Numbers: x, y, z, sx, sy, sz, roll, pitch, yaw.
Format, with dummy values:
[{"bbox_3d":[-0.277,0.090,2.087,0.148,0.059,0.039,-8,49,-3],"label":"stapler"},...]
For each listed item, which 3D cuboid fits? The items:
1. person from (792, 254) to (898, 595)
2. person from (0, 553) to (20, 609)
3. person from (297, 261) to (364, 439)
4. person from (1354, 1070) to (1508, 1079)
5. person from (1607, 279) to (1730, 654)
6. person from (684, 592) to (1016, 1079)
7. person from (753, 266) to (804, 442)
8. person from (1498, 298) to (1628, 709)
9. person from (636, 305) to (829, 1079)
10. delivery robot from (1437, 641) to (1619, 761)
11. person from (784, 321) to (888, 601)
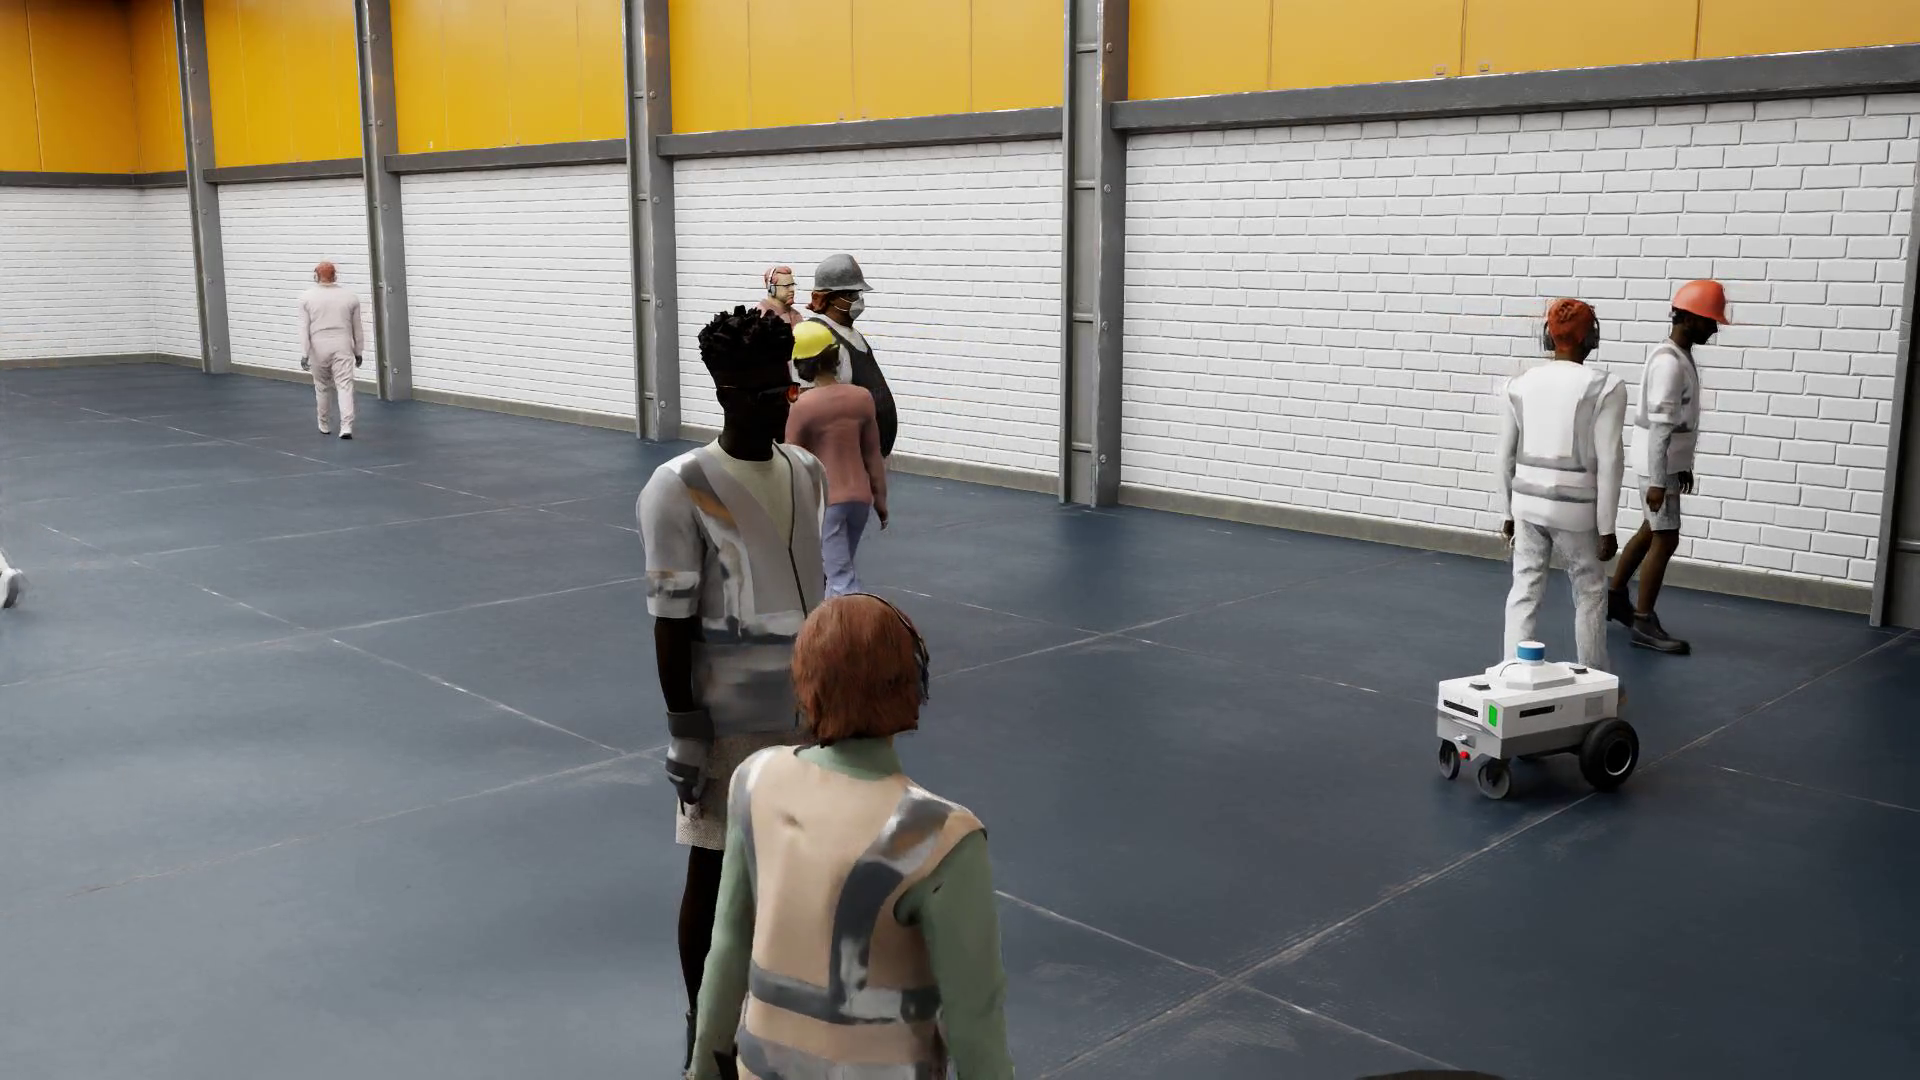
[{"bbox_3d":[-0.598,-0.494,8.835,0.537,2.000,0.683,2,11,10],"label":"person"},{"bbox_3d":[-5.722,-0.368,9.325,0.718,1.609,0.511,3,11,16],"label":"person"},{"bbox_3d":[-6.649,-2.006,17.598,0.660,1.860,1.020,-6,12,-28],"label":"person"},{"bbox_3d":[0.376,1.000,0.972,0.631,1.940,0.372,4,11,19],"label":"person"},{"bbox_3d":[3.630,-0.393,8.656,0.584,1.908,0.759,5,12,26],"label":"person"},{"bbox_3d":[-0.146,0.895,2.492,0.449,1.599,0.642,-9,13,-39],"label":"person"},{"bbox_3d":[-1.307,-1.058,12.281,0.407,1.908,0.641,5,12,26],"label":"person"},{"bbox_3d":[2.672,-0.119,7.273,0.797,1.855,0.599,-9,14,-41],"label":"person"},{"bbox_3d":[-0.516,0.403,4.151,0.367,1.966,0.607,7,12,33],"label":"person"},{"bbox_3d":[2.205,0.638,6.464,0.707,0.478,0.477,-5,12,-27],"label":"delivery robot"},{"bbox_3d":[-0.663,-0.174,7.933,0.543,1.717,0.870,-9,14,-40],"label":"person"}]
